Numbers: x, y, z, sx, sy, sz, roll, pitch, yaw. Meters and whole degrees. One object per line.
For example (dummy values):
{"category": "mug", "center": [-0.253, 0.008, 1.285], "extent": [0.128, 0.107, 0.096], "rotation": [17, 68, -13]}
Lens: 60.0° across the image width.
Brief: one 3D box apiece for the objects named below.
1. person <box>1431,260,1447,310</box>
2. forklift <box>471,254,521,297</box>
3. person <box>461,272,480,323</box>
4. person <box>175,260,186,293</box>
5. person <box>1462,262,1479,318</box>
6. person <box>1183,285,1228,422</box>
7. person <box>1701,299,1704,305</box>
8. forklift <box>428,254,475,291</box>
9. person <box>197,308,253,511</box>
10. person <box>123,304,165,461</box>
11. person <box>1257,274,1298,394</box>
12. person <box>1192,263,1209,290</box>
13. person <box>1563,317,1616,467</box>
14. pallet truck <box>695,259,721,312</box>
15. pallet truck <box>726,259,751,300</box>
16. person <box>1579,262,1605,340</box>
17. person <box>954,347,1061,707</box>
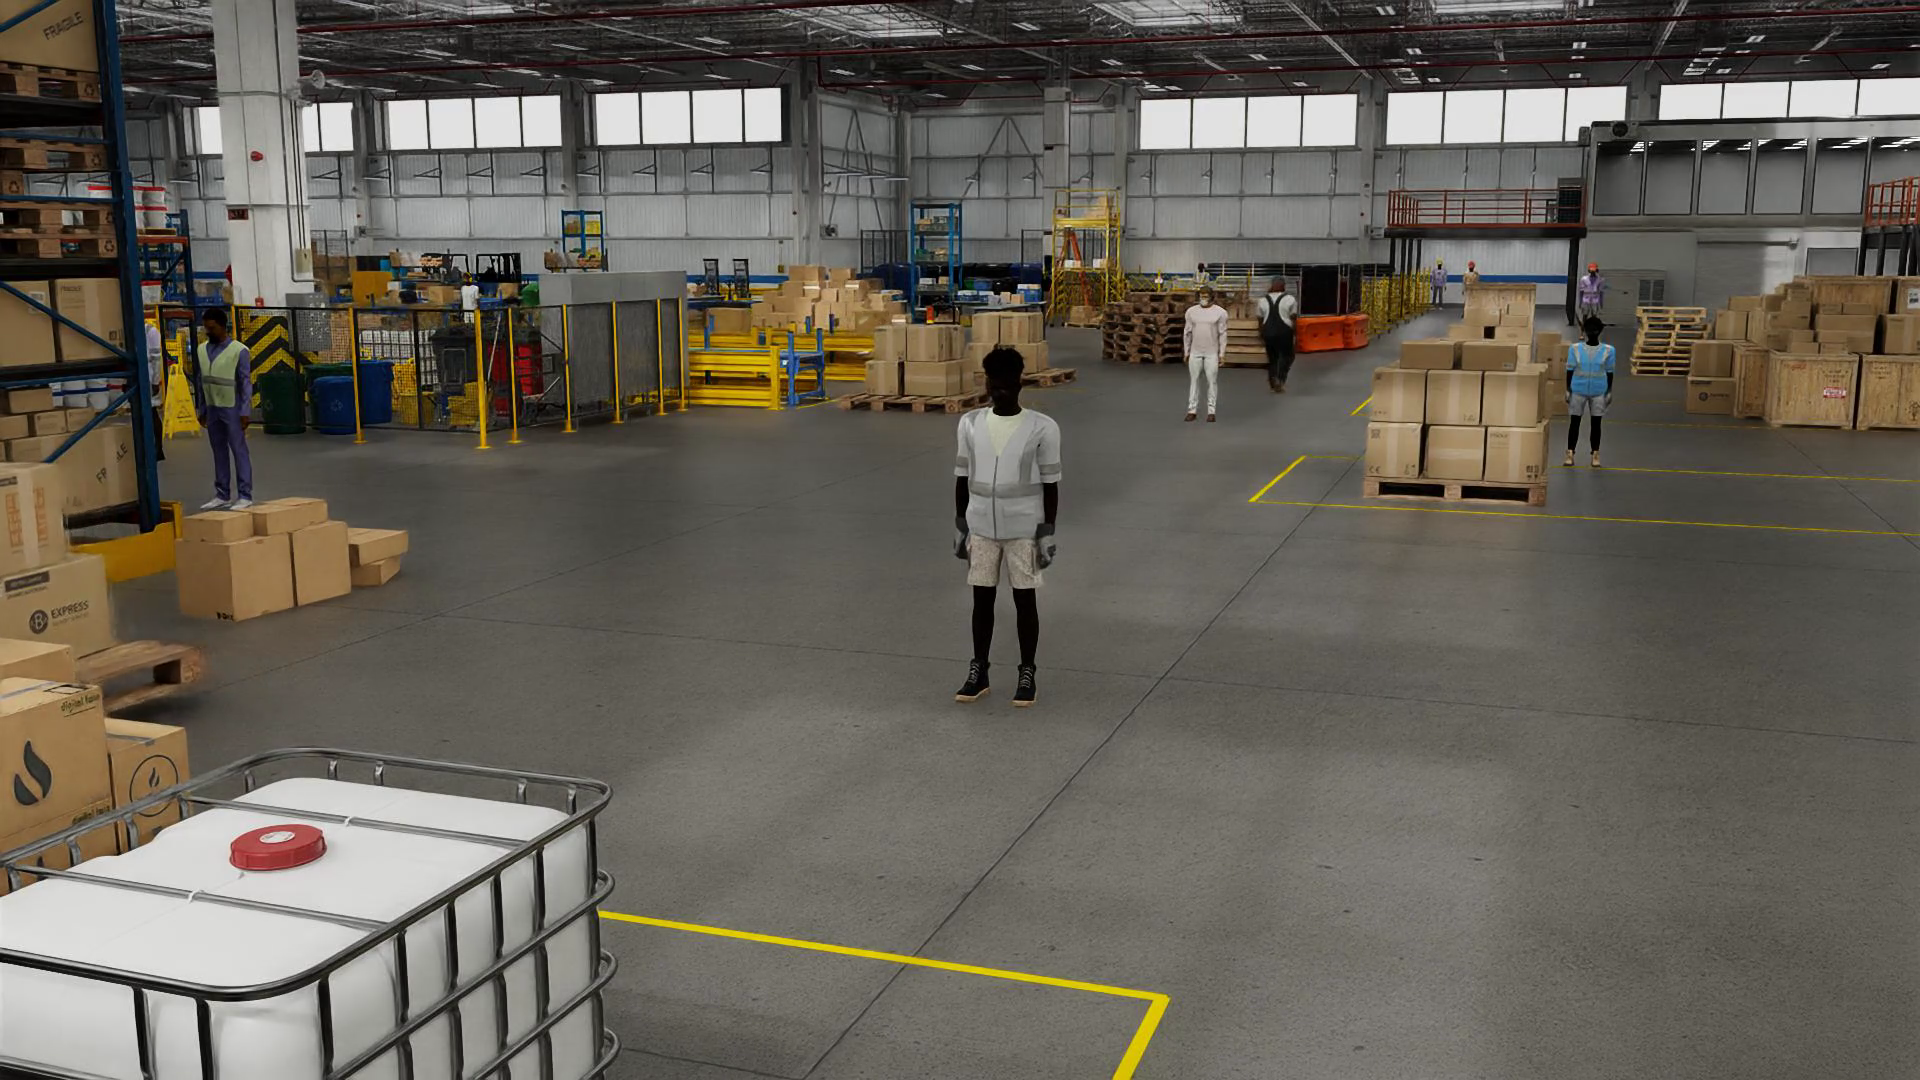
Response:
{"category": "person", "center": [18.432, -9.816, 64.032], "extent": [0.585, 1.928, 0.368], "rotation": [4, 11, 19]}
{"category": "forklift", "center": [-17.990, -10.121, 64.684], "extent": [1.157, 1.987, 2.680], "rotation": [3, 11, 17]}
{"category": "person", "center": [-11.449, -5.309, 38.837], "extent": [0.514, 1.865, 0.329], "rotation": [4, 11, 19]}
{"category": "person", "center": [-31.494, -10.388, 67.176], "extent": [0.913, 1.949, 0.605], "rotation": [9, 13, 40]}
{"category": "person", "center": [17.552, -8.603, 57.203], "extent": [0.543, 1.928, 0.370], "rotation": [4, 11, 19]}
{"category": "person", "center": [3.472, -2.638, 23.600], "extent": [0.627, 1.935, 0.373], "rotation": [4, 11, 19]}
{"category": "person", "center": [22.642, -7.450, 50.854], "extent": [0.514, 1.873, 0.329], "rotation": [4, 11, 19]}
{"category": "forklift", "center": [-20.133, -10.254, 65.465], "extent": [1.157, 1.987, 2.680], "rotation": [3, 11, 19]}
{"category": "person", "center": [-6.948, -1.232, 15.738], "extent": [0.588, 1.914, 0.392], "rotation": [4, 11, 19]}
{"category": "person", "center": [-9.480, -1.857, 19.215], "extent": [0.543, 1.928, 0.370], "rotation": [4, 11, 19]}
{"category": "person", "center": [5.359, -3.465, 27.949], "extent": [0.714, 2.000, 0.536], "rotation": [6, 12, 32]}
{"category": "person", "center": [8.239, -8.545, 57.009], "extent": [0.572, 1.883, 0.356], "rotation": [4, 11, 19]}
{"category": "person", "center": [7.102, -1.666, 18.788], "extent": [0.533, 1.697, 0.319], "rotation": [4, 11, 19]}
{"category": "pallet truck", "center": [-9.165, -9.627, 62.776], "extent": [0.823, 1.965, 1.885], "rotation": [4, 11, 23]}
{"category": "pallet truck", "center": [-7.986, -9.493, 62.019], "extent": [0.823, 1.965, 1.885], "rotation": [3, 11, 17]}
{"category": "person", "center": [16.591, -6.266, 43.717], "extent": [0.605, 2.045, 0.376], "rotation": [4, 11, 19]}
{"category": "person", "center": [0.241, -0.068, 9.048], "extent": [0.603, 1.959, 0.375], "rotation": [4, 11, 19]}
